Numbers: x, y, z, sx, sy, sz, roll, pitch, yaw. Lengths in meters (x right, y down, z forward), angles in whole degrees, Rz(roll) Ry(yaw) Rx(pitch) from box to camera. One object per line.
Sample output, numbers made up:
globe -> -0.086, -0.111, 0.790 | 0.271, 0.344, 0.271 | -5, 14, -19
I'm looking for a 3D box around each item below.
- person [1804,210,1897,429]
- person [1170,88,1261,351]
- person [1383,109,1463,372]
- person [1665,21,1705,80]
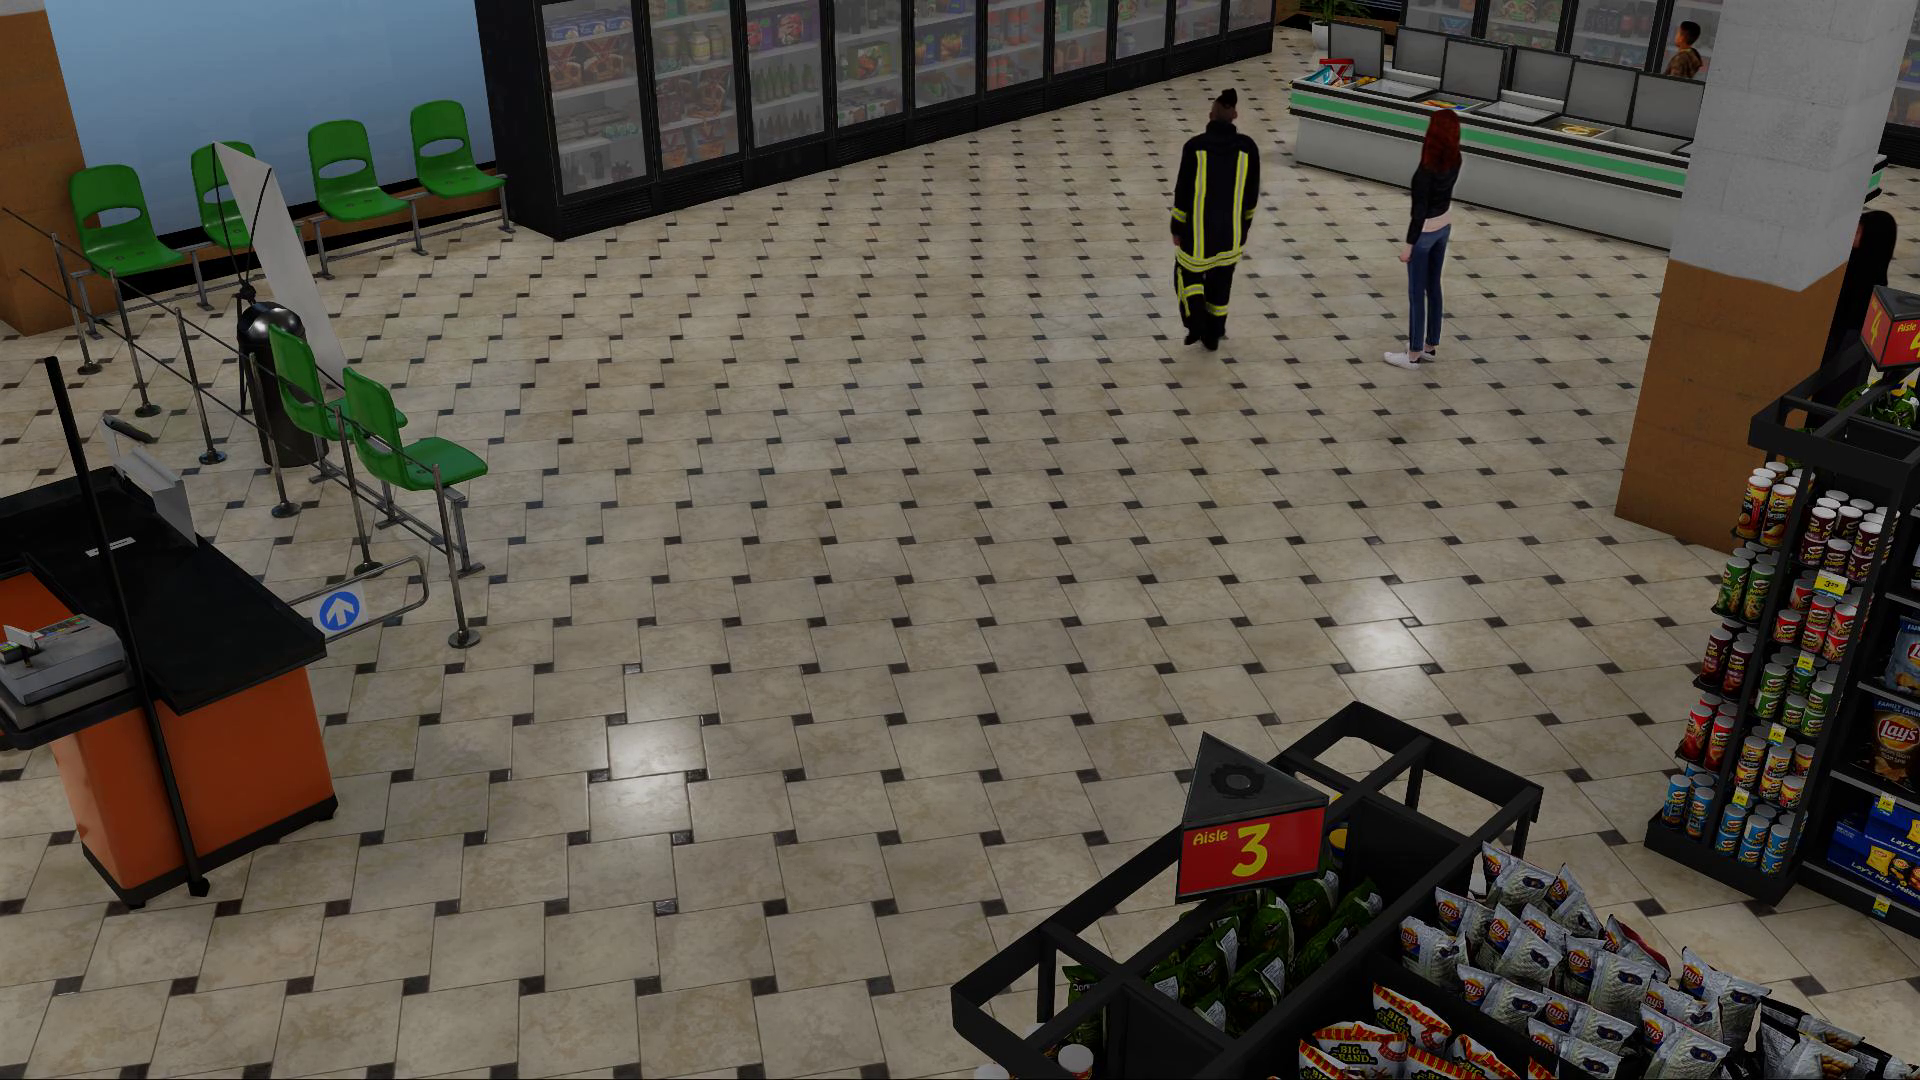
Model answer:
person -> 5.280, -1.186, 9.929 | 0.713, 1.615, 0.693 | 10, 30, 18
person -> 1.757, -2.162, 11.467 | 0.949, 1.854, 0.998 | -3, 29, -6
person -> 3.179, -2.042, 11.317 | 0.581, 1.787, 0.518 | -23, 36, -36
person -> 6.561, -4.017, 15.281 | 0.581, 1.455, 0.582 | 22, 36, 35
